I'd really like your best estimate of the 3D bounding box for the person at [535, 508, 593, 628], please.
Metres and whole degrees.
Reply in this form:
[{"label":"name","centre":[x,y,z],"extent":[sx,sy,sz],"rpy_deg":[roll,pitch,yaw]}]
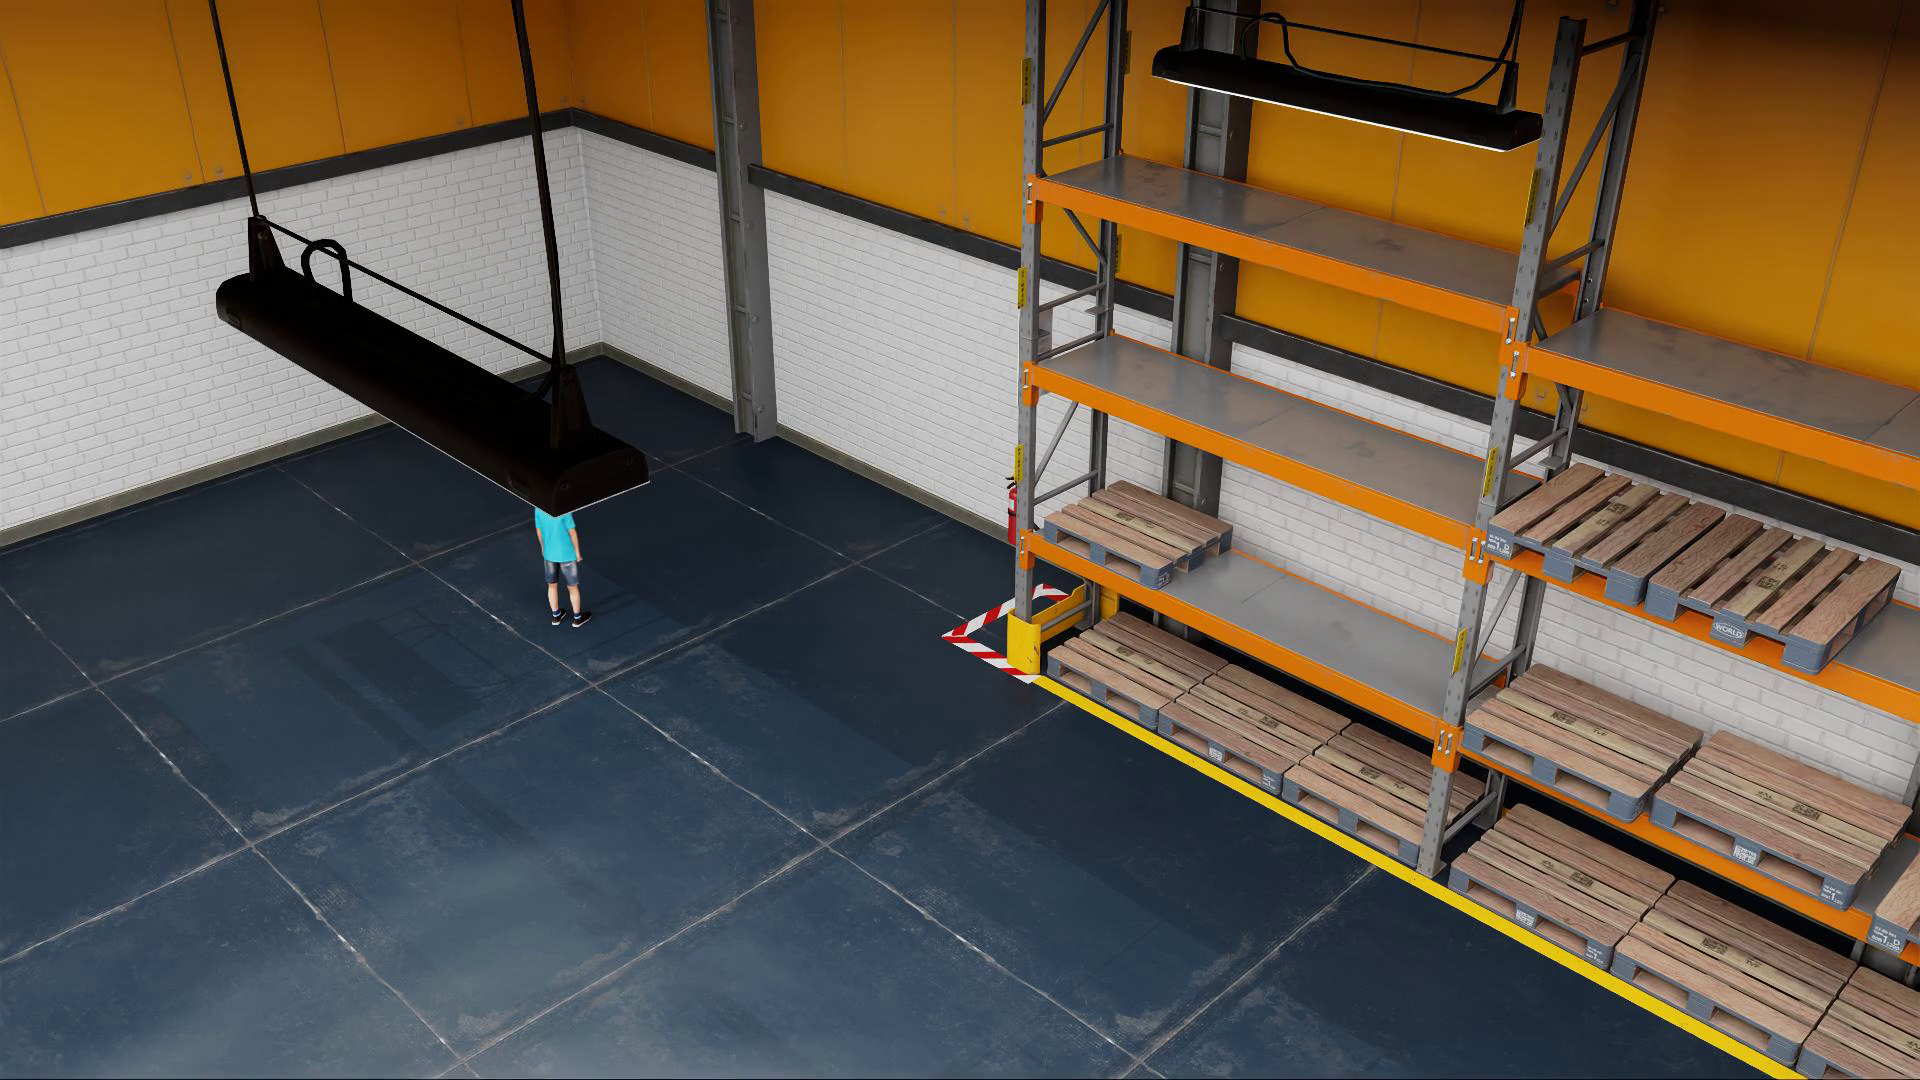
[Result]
[{"label":"person","centre":[-3.545,0.099,14.701],"extent":[0.571,1.448,0.660],"rpy_deg":[6,29,11]}]
